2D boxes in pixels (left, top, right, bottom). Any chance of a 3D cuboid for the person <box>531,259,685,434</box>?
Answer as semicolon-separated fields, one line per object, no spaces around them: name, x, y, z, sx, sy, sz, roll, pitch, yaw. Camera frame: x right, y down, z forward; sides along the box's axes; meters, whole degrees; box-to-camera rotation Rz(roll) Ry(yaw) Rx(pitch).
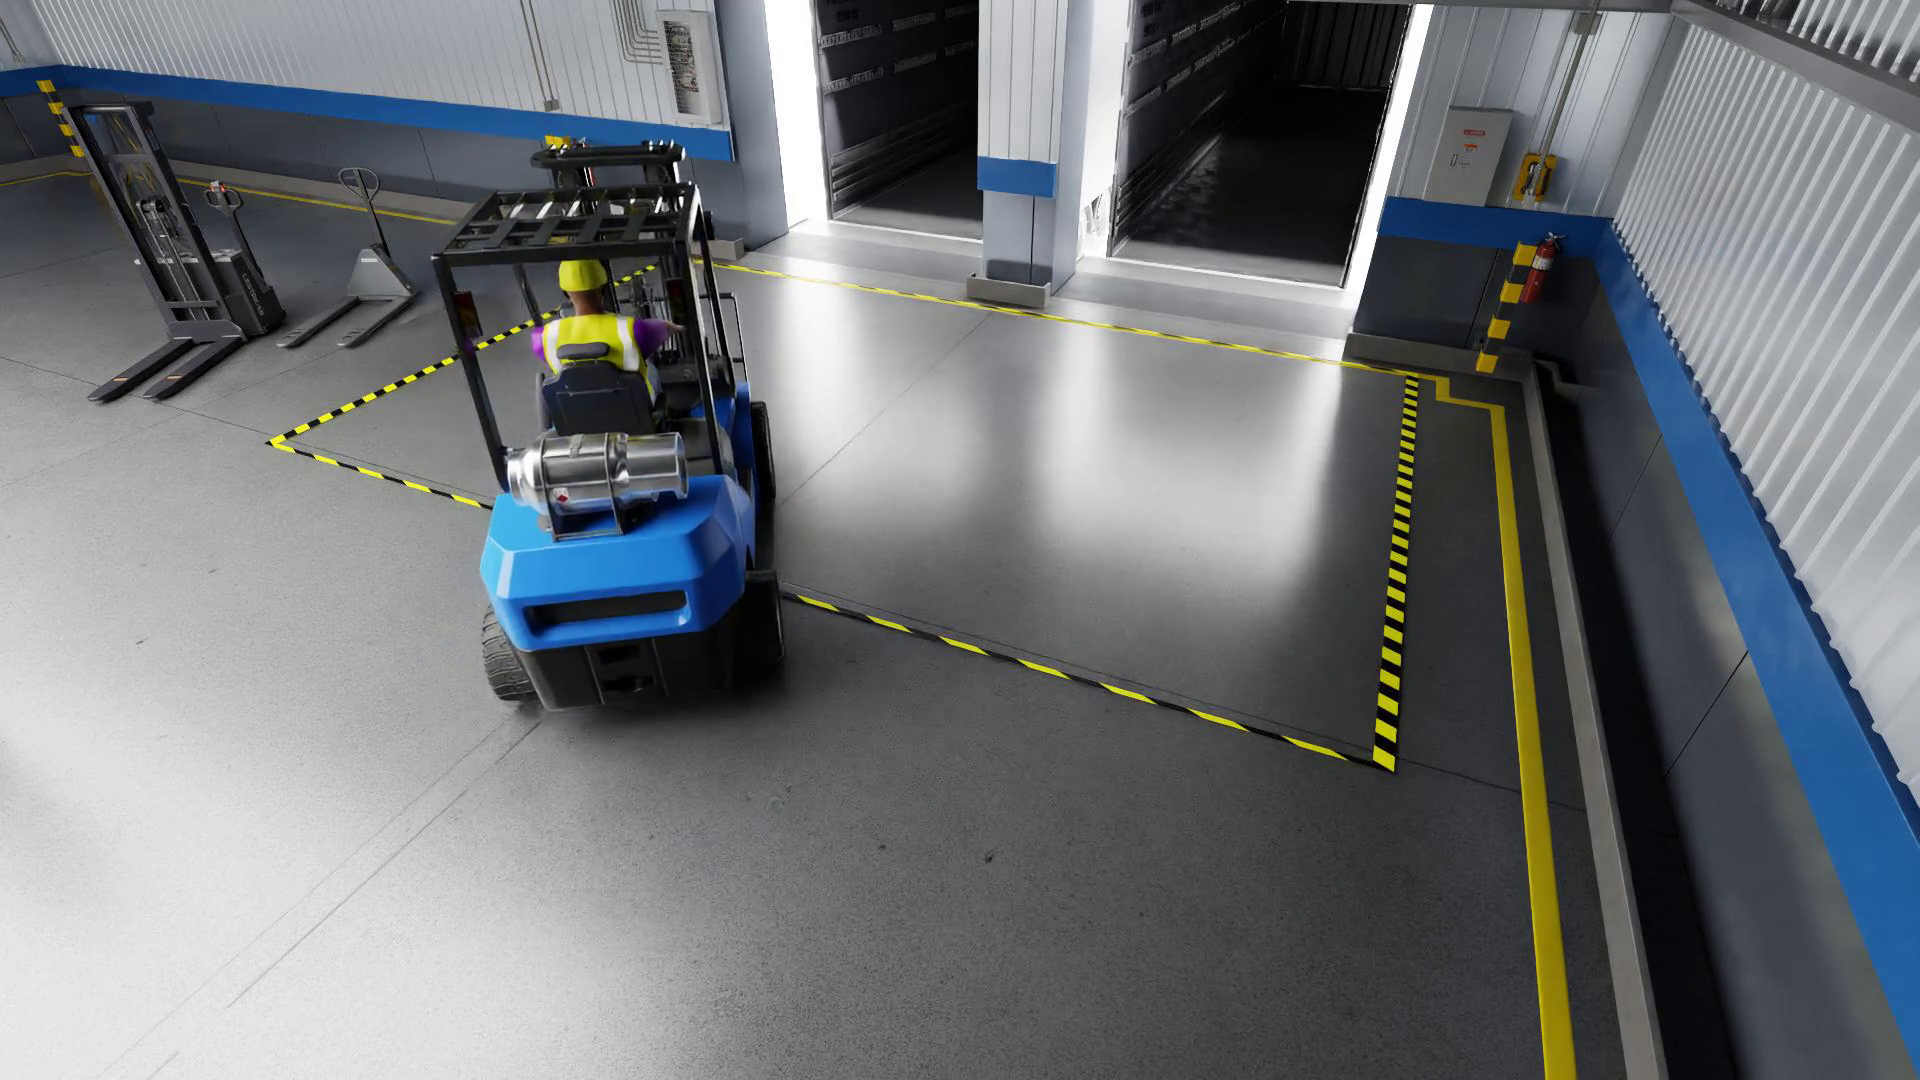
person;-1.749;-0.940;4.727;0.635;1.294;1.004;-6;35;-8

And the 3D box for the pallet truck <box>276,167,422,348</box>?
pallet truck;-5.732;-2.611;8.414;0.680;1.201;1.601;-1;35;-1

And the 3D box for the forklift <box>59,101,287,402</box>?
forklift;-6.686;-2.387;7.434;0.823;1.965;1.885;-3;35;-5

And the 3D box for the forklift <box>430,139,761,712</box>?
forklift;-1.746;-0.752;4.785;1.157;2.036;2.680;-6;35;-8
